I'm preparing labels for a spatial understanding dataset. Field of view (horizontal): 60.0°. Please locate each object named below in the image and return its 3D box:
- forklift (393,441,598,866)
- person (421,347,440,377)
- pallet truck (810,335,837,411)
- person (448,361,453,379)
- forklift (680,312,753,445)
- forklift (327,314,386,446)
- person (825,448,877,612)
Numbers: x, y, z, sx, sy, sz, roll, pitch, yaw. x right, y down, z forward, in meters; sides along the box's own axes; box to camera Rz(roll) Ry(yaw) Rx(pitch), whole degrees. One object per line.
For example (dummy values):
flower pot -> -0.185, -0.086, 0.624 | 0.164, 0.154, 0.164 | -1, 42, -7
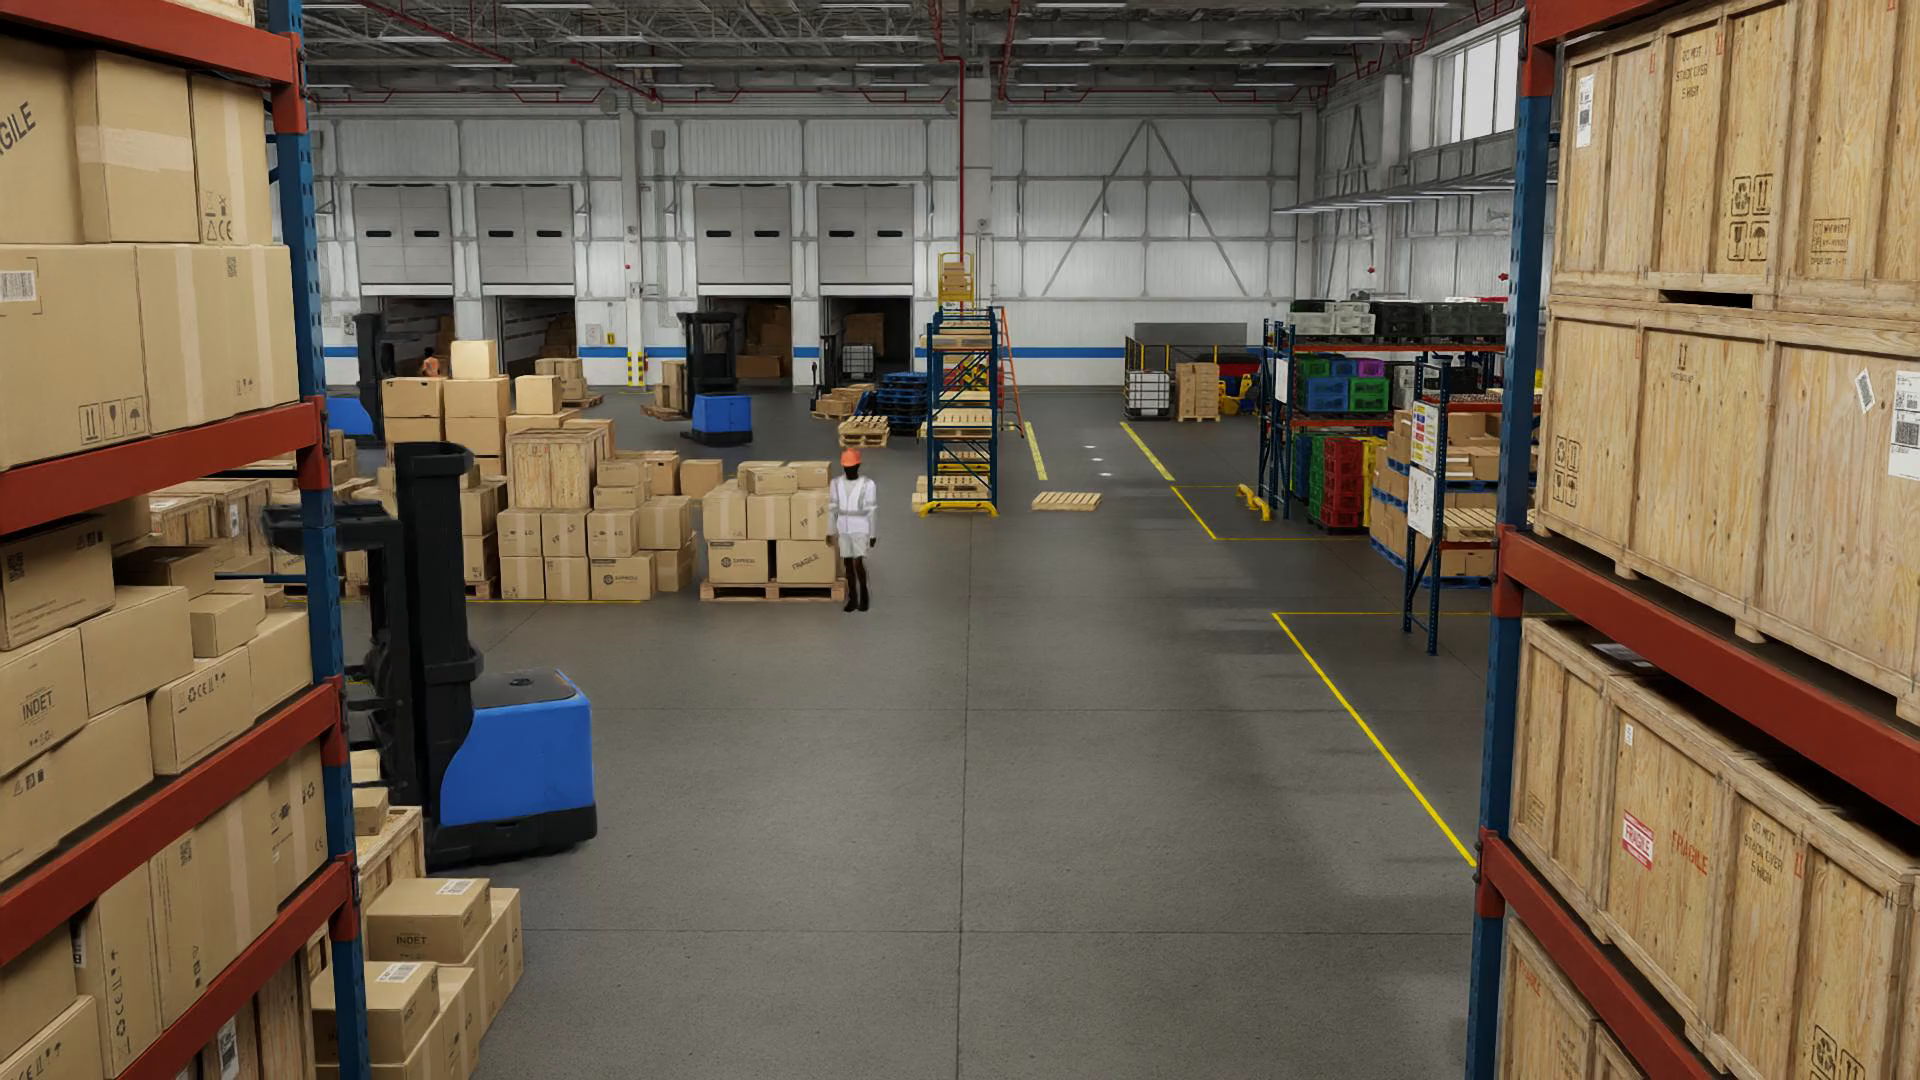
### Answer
forklift -> -3.572, 0.743, 11.415 | 1.873, 2.768, 1.129 | -5, 11, -25
person -> -13.798, -4.176, 43.270 | 0.720, 1.669, 0.549 | 4, 10, 20
pallet truck -> -3.021, -4.312, 43.126 | 1.885, 1.965, 0.823 | 3, 10, 17
person -> -11.540, -3.425, 38.201 | 0.367, 1.935, 0.628 | 0, 10, 1
forklift -> -5.312, -3.541, 36.133 | 1.129, 2.768, 1.873 | -5, 11, -25
forklift -> -12.501, -3.396, 35.293 | 1.873, 2.768, 1.129 | -1, 10, -4
person -> -1.248, -0.106, 19.095 | 0.567, 1.920, 0.464 | 4, 11, 22
